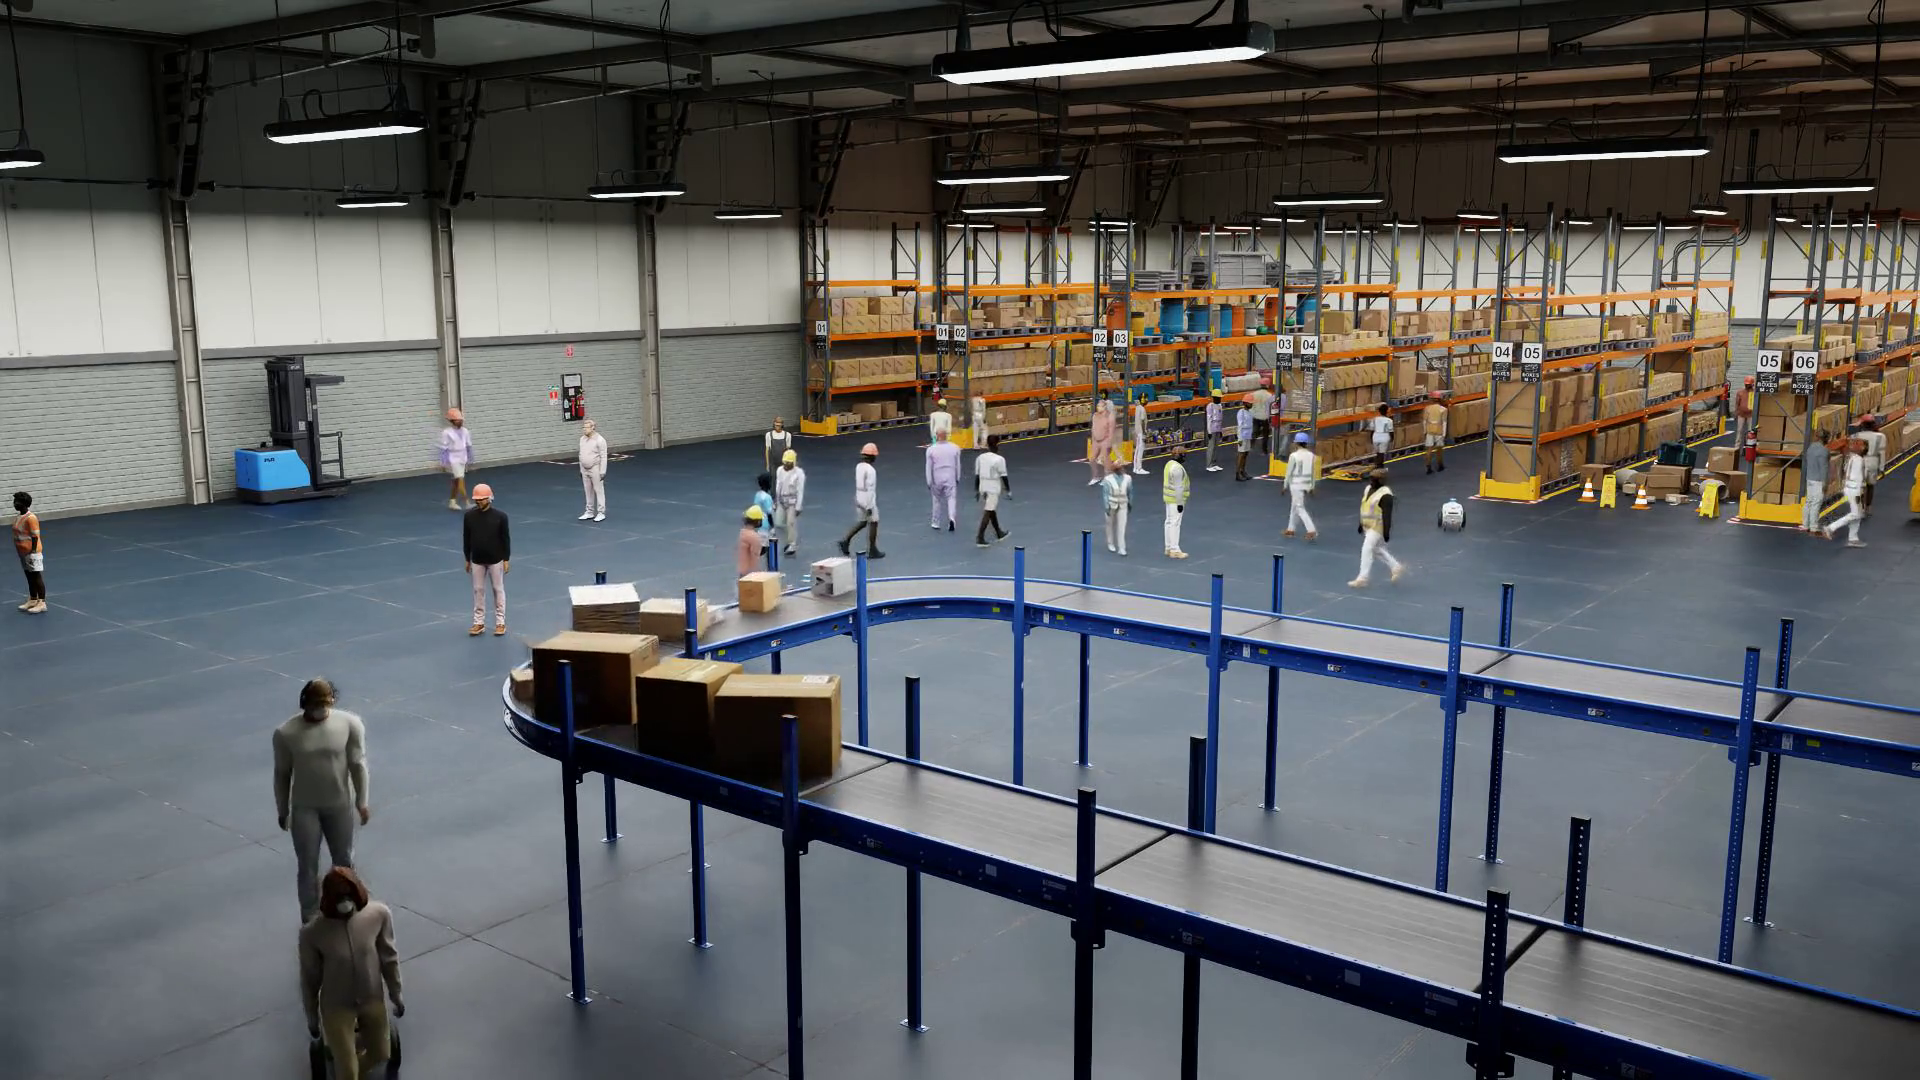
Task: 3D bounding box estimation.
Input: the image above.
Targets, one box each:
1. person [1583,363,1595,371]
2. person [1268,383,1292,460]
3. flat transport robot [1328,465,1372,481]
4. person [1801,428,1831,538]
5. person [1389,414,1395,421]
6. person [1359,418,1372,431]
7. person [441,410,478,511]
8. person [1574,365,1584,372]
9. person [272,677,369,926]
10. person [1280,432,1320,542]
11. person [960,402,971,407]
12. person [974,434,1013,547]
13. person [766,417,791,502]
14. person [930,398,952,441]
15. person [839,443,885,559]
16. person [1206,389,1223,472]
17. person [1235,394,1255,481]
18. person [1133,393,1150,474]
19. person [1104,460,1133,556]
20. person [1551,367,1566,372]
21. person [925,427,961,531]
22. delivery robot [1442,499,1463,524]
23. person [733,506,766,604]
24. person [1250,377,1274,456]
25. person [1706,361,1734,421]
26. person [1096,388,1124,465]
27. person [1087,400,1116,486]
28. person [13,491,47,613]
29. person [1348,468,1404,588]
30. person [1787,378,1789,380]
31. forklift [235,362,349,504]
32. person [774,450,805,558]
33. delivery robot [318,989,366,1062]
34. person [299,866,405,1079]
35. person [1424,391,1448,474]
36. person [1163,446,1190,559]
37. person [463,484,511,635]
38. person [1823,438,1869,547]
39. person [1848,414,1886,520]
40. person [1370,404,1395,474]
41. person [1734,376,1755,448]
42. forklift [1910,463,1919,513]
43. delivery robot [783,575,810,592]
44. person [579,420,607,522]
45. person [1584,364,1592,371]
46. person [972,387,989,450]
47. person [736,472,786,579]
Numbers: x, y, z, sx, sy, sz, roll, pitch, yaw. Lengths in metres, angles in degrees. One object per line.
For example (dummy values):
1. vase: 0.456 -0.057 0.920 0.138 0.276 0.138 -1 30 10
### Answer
1. person: 18.939 -4.443 47.099 0.643 1.910 0.411 5 11 27
2. person: 7.881 -2.887 38.319 0.664 1.912 0.752 6 12 31
3. flat transport robot: 8.944 -1.524 35.397 0.652 0.197 1.431 8 13 38
4. person: 15.263 -1.034 27.831 0.372 1.940 0.630 1 10 4
5. person: 11.824 -3.763 43.197 0.552 1.932 0.377 2 10 12
6. person: 11.290 -3.773 43.437 0.521 1.873 0.336 9 14 42
7. person: -9.696 -1.531 30.464 1.011 1.991 0.634 6 12 32
8. person: 18.242 -4.332 46.592 1.018 1.880 0.558 -3 10 -16
9. person: -4.633 1.898 11.375 0.654 1.924 0.688 -3 11 -17
10. person: 5.981 -0.931 27.344 0.603 1.913 0.924 -8 13 -39
11. person: 0.186 -4.556 47.981 0.602 1.834 0.404 3 11 18
12. person: 0.577 -0.858 26.902 0.990 1.912 0.614 -9 13 -41
13. person: -3.563 -1.508 30.784 0.506 1.838 0.351 -2 10 -9
14. person: -0.448 -2.411 36.177 0.525 1.725 0.890 2 10 9
15. person: -1.600 -0.634 25.649 0.695 1.916 0.549 -7 12 -34
16. person: 5.957 -2.568 36.494 0.368 1.925 0.594 7 12 36
17. person: 6.393 -2.296 34.942 0.377 1.932 0.552 7 12 35
18. person: 4.188 -2.462 36.074 0.319 1.865 0.521 -2 10 -9
19. person: 2.636 -0.552 26.096 0.510 1.584 0.860 -1 10 -8
20. person: 19.383 -5.030 50.652 0.616 1.815 0.420 -5 11 -25
21. person: -0.303 -1.107 28.393 0.667 1.885 0.734 -1 10 -8
22. delivery robot: 9.024 -0.514 28.653 0.477 0.478 0.707 3 10 15
23. person: -2.630 0.421 20.246 0.876 1.727 0.543 -7 12 -34
24. person: 7.580 -3.098 39.319 0.614 1.982 0.587 8 13 39
25. person: 23.438 -4.623 48.168 0.926 1.890 0.588 5 11 26
26. person: 3.594 -2.741 37.750 0.808 1.833 0.526 8 13 37
27. person: 3.029 -2.103 33.981 0.645 1.882 0.683 -9 14 -42
28. person: -12.964 0.164 21.764 0.533 1.697 0.319 8 13 39
29. person: 6.292 -0.194 23.476 0.831 1.810 0.627 -1 10 -8
30. person: 24.201 -4.111 45.430 0.429 1.841 0.621 7 12 34
31. forklift: -13.803 -2.244 32.110 1.129 2.768 1.873 8 13 37
32. person: -2.823 -0.599 25.744 0.620 1.807 0.421 8 13 37
33. delivery robot: -3.731 2.877 9.567 0.477 0.478 0.707 -5 11 -25
34. person: -3.356 2.541 8.618 0.514 1.614 0.601 -8 13 -37
35. person: 11.014 -2.499 36.210 0.567 1.882 0.982 6 12 31
36. person: 3.579 -0.638 25.882 0.430 1.841 0.624 -1 10 -7
37. person: -6.183 0.250 20.439 0.612 1.995 0.393 1 10 4
38. person: 15.275 -0.815 26.836 0.597 1.853 0.615 5 11 27
39. person: 17.216 -1.391 29.727 0.628 1.973 1.081 5 11 27
40. person: 9.591 -2.248 35.458 0.545 1.641 0.886 9 14 43
41. person: 19.972 -3.169 39.702 0.609 1.988 0.392 8 13 39
42. forklift: 19.034 -1.348 28.998 2.313 2.155 1.214 8 13 37
43. delivery robot: -2.091 0.602 21.639 0.698 0.223 0.335 -4 11 -19
44. person: -6.939 -1.309 29.467 0.643 1.910 0.400 7 12 33
45. person: 18.091 -4.131 45.350 0.531 1.914 0.661 -5 11 -25
46. person: 0.568 -3.147 40.575 0.603 1.618 0.546 -9 14 -42
47. person: -3.053 -0.203 23.883 0.737 1.674 0.530 -3 11 -17
